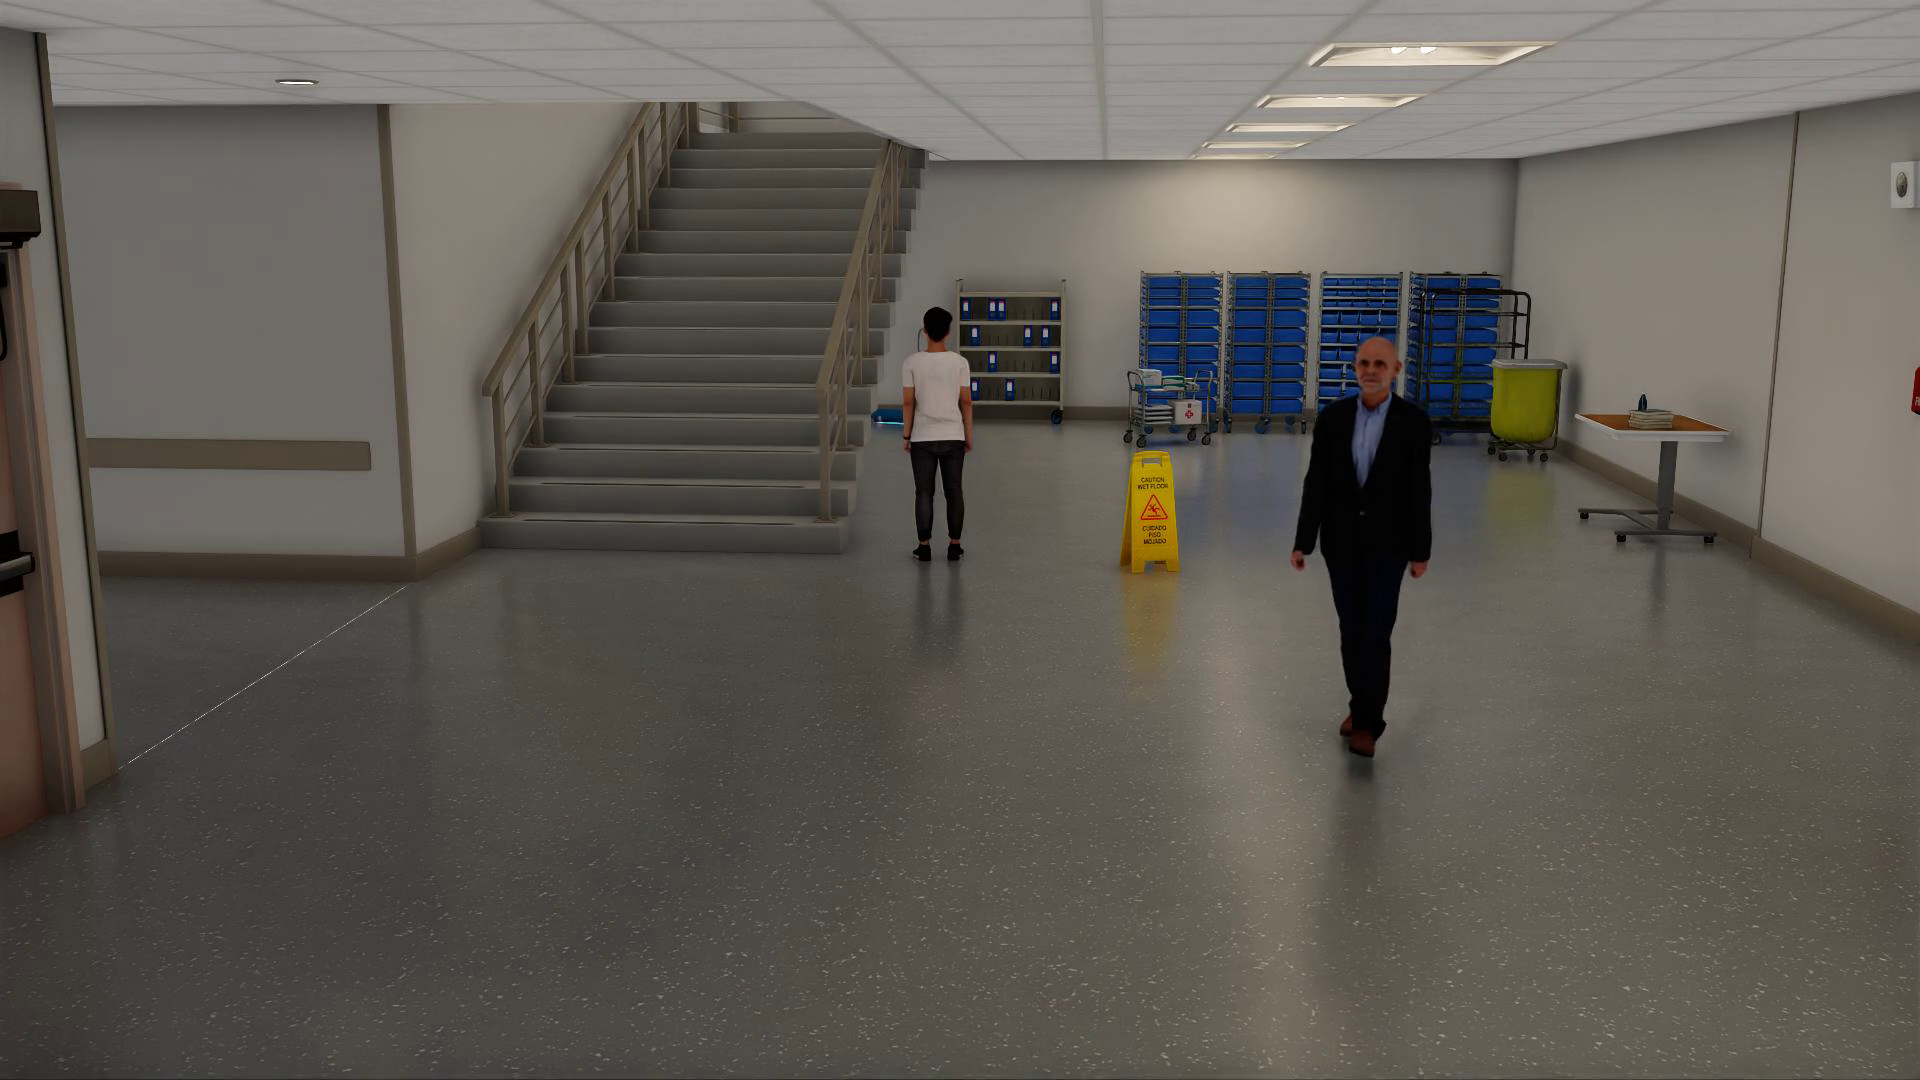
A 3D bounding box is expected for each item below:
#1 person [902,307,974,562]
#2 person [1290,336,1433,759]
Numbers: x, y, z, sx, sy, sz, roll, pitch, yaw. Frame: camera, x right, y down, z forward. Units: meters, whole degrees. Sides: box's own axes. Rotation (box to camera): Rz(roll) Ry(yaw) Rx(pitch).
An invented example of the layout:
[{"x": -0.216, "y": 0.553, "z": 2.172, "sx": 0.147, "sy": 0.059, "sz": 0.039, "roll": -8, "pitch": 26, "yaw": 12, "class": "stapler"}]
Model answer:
[{"x": -0.156, "y": -0.724, "z": 11.304, "sx": 0.663, "sy": 1.722, "sz": 0.586, "roll": -1, "pitch": 11, "yaw": -5, "class": "person"}, {"x": 1.791, "y": 0.014, "z": 7.292, "sx": 0.938, "sy": 1.769, "sz": 1.133, "roll": 6, "pitch": 12, "yaw": 29, "class": "person"}]
